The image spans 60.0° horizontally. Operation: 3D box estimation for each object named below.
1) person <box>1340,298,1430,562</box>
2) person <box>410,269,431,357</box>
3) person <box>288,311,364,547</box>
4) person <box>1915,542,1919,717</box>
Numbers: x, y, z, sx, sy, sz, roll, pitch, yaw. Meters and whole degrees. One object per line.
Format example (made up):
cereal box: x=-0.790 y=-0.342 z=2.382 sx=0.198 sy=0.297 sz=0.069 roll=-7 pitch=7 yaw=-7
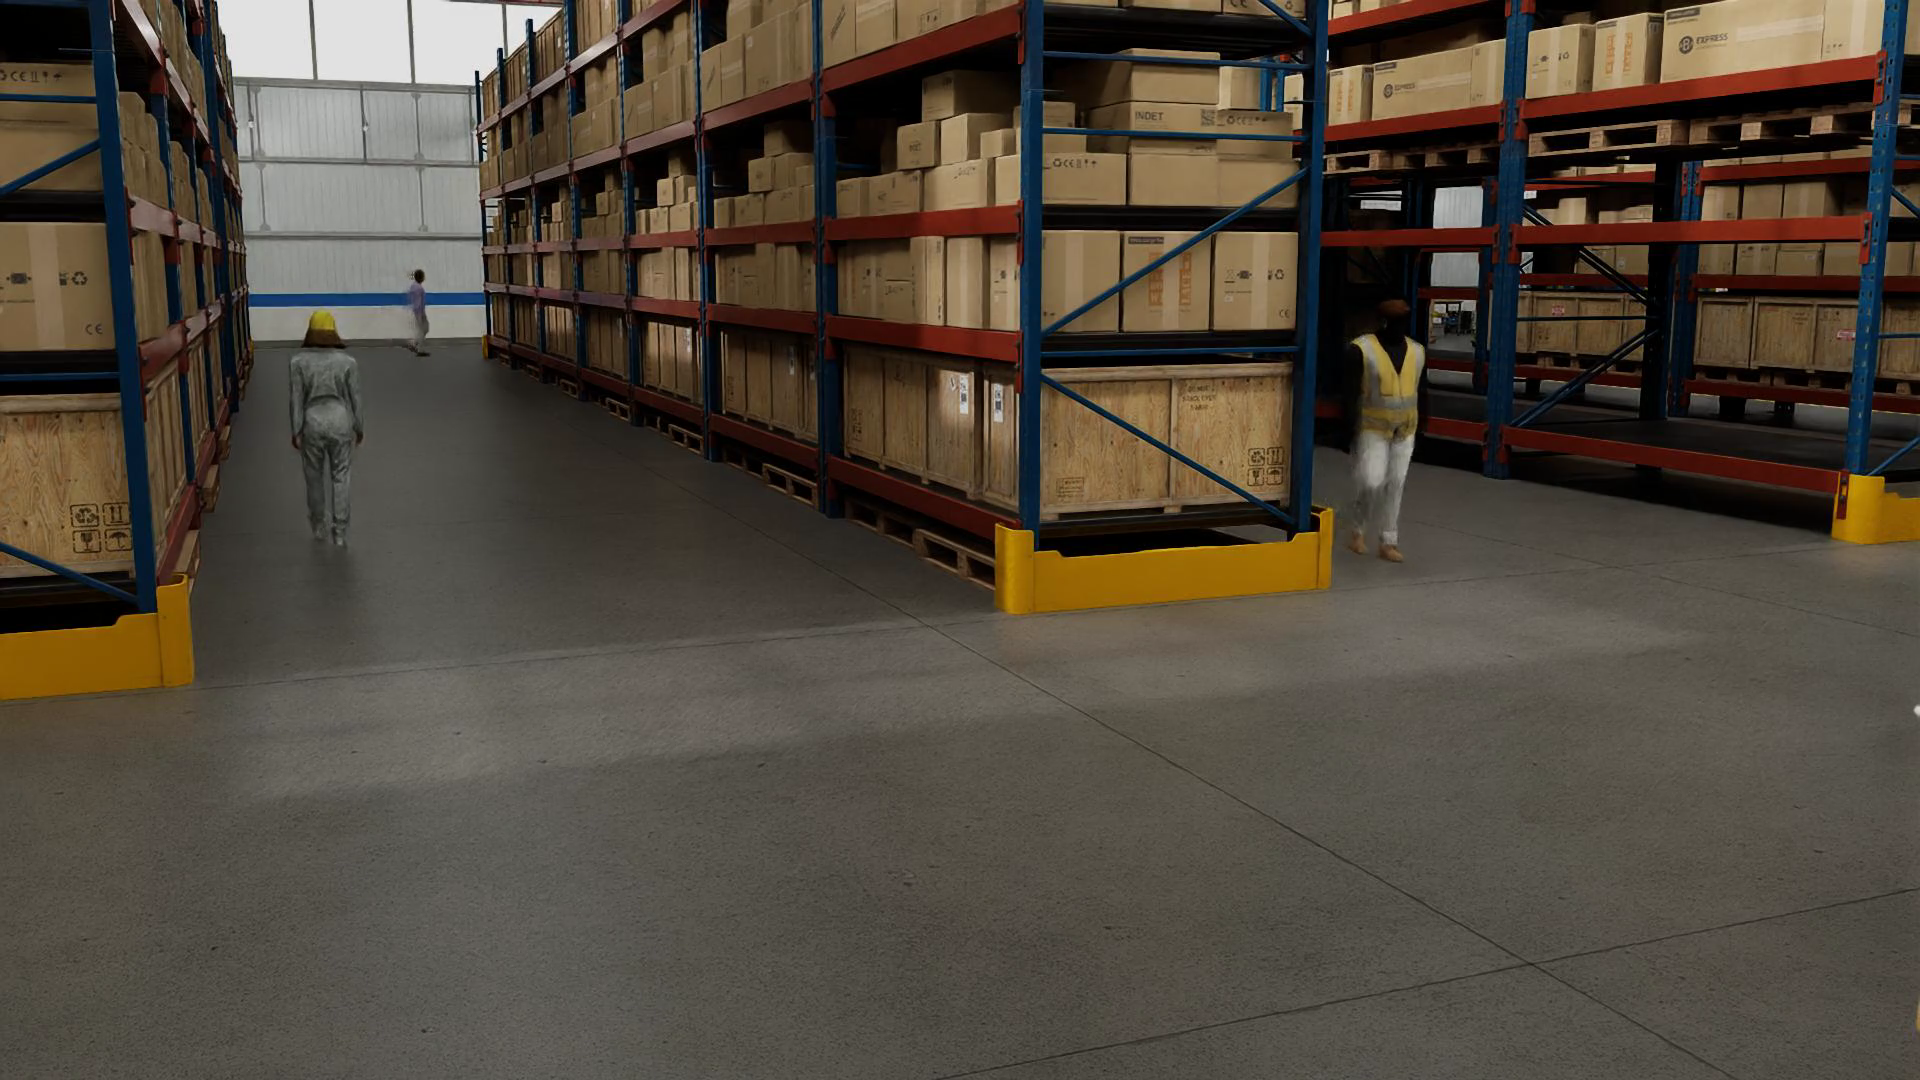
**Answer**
person: x=2.948 y=-0.752 z=11.510 sx=0.652 sy=1.830 sz=0.438 roll=-3 pitch=10 yaw=-16
person: x=-11.839 y=-4.979 z=36.546 sx=0.445 sy=1.922 sz=0.656 roll=-4 pitch=10 yaw=-24
person: x=-4.691 y=-0.832 z=12.327 sx=0.515 sy=1.703 sz=0.842 roll=-4 pitch=10 yaw=-24
person: x=4.591 y=-0.095 z=7.385 sx=0.649 sy=1.899 sz=0.399 roll=1 pitch=10 yaw=8
